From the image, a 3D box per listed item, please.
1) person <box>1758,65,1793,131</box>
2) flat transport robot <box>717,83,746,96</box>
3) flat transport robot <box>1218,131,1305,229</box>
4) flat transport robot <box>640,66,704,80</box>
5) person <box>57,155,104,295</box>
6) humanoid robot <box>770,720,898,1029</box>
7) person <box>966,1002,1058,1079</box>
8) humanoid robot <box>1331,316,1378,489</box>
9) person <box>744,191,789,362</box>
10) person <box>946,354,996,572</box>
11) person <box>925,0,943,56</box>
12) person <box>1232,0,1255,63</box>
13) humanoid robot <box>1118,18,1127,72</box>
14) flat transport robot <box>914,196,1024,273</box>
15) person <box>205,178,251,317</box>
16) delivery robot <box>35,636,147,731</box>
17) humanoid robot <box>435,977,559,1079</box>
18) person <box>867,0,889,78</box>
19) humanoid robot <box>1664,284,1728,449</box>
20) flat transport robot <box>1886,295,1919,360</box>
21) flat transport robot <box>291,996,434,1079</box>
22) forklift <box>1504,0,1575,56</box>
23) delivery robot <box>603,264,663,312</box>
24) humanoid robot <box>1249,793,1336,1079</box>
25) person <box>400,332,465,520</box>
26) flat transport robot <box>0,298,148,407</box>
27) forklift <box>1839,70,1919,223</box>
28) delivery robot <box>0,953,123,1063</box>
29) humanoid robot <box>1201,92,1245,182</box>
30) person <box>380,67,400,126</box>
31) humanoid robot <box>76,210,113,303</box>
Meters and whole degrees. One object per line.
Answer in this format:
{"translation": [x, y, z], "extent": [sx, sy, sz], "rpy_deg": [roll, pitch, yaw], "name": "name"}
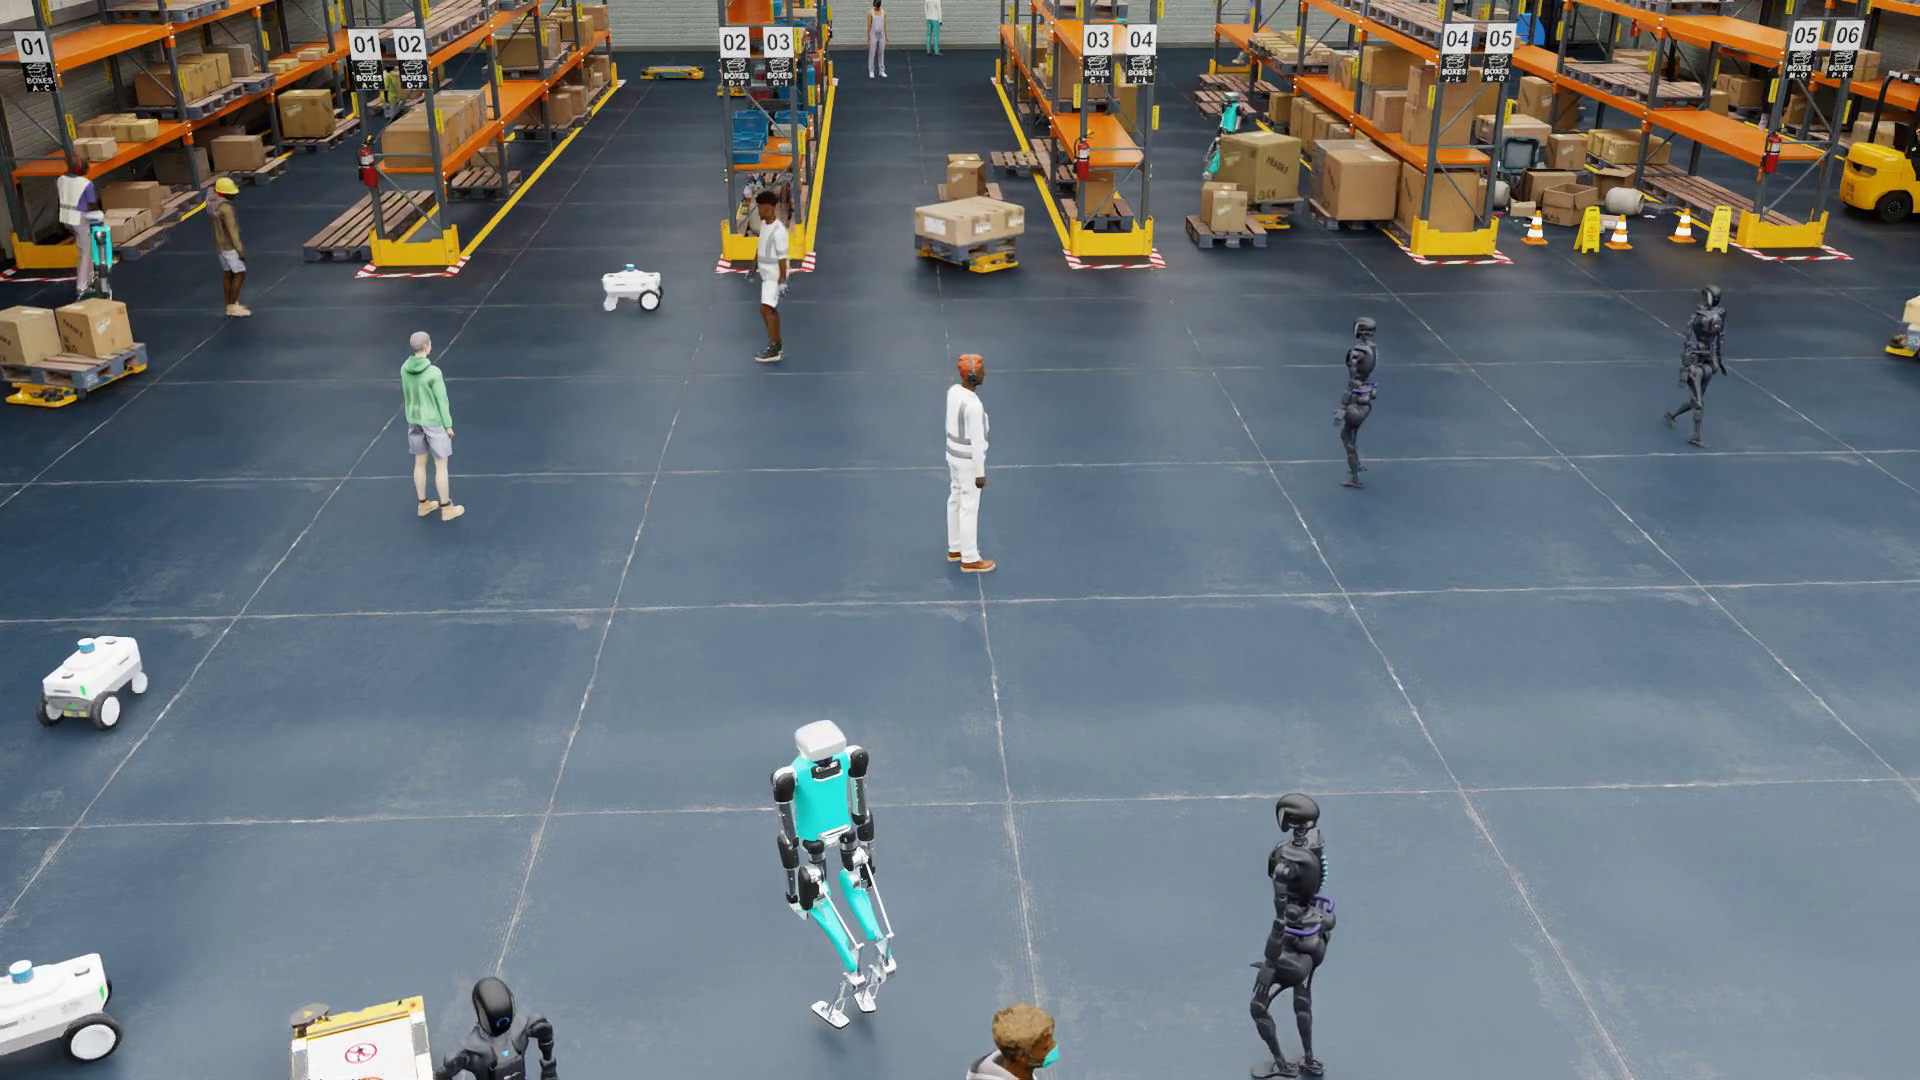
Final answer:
{"translation": [14.950, -7.998, 30.507], "extent": [0.402, 1.850, 0.530], "rpy_deg": [-17, 29, -34], "name": "person"}
{"translation": [-5.007, -10.122, 37.217], "extent": [0.659, 0.231, 1.431], "rpy_deg": [1, 24, 1], "name": "flat transport robot"}
{"translation": [4.597, -5.069, 25.862], "extent": [0.659, 0.231, 1.431], "rpy_deg": [-3, 24, -7], "name": "flat transport robot"}
{"translation": [-6.778, -11.011, 39.215], "extent": [1.431, 0.231, 0.659], "rpy_deg": [-1, 24, -2], "name": "flat transport robot"}
{"translation": [-11.567, -4.148, 21.901], "extent": [0.577, 1.804, 0.644], "rpy_deg": [12, 27, 25], "name": "person"}
{"translation": [-0.576, 1.784, 8.489], "extent": [0.533, 1.681, 0.735], "rpy_deg": [-14, 28, -29], "name": "humanoid robot"}
{"translation": [0.205, 2.619, 6.582], "extent": [0.367, 1.911, 0.492], "rpy_deg": [1, 24, 3], "name": "person"}
{"translation": [3.721, -1.292, 15.644], "extent": [0.341, 1.653, 0.595], "rpy_deg": [14, 27, 28], "name": "humanoid robot"}
{"translation": [-2.250, -3.056, 19.276], "extent": [0.550, 1.944, 0.633], "rpy_deg": [-9, 25, -19], "name": "person"}
{"translation": [0.067, -0.652, 13.955], "extent": [0.361, 1.882, 0.574], "rpy_deg": [-9, 26, -20], "name": "person"}
{"translation": [-0.667, -13.287, 42.497], "extent": [0.522, 1.760, 0.321], "rpy_deg": [19, 30, 36], "name": "person"}
{"translation": [7.233, -12.741, 41.261], "extent": [0.854, 1.764, 0.604], "rpy_deg": [-2, 24, -4], "name": "person"}
{"translation": [3.863, -11.917, 39.585], "extent": [0.543, 1.902, 0.721], "rpy_deg": [-14, 28, -29], "name": "humanoid robot"}
{"translation": [0.111, -4.045, 23.560], "extent": [0.659, 0.231, 1.431], "rpy_deg": [-19, 30, -36], "name": "flat transport robot"}
{"translation": [-9.180, -3.684, 20.937], "extent": [0.410, 1.742, 0.631], "rpy_deg": [-15, 28, -31], "name": "person"}
{"translation": [-6.193, 0.985, 11.885], "extent": [0.499, 0.577, 0.769], "rpy_deg": [3, 24, 6], "name": "delivery robot"}
{"translation": [-1.972, 2.513, 7.105], "extent": [0.589, 1.640, 0.408], "rpy_deg": [-21, 31, -38], "name": "humanoid robot"}
{"translation": [-1.925, -11.823, 39.079], "extent": [0.518, 1.864, 0.379], "rpy_deg": [-9, 26, -20], "name": "person"}
{"translation": [7.541, -1.804, 16.896], "extent": [0.612, 1.635, 0.786], "rpy_deg": [-12, 26, -24], "name": "humanoid robot"}
{"translation": [11.712, -2.240, 19.506], "extent": [1.431, 0.231, 0.659], "rpy_deg": [15, 28, 31], "name": "flat transport robot"}
{"translation": [-2.943, 2.771, 8.247], "extent": [0.659, 0.231, 1.431], "rpy_deg": [-9, 26, -19], "name": "flat transport robot"}
{"translation": [14.700, -13.805, 42.301], "extent": [1.873, 2.768, 1.129], "rpy_deg": [-1, 24, -2], "name": "forklift"}
{"translation": [-4.219, -3.253, 21.422], "extent": [0.785, 0.587, 0.499], "rpy_deg": [-2, 24, -4], "name": "delivery robot"}
{"translation": [1.691, 1.985, 8.280], "extent": [0.364, 1.638, 0.595], "rpy_deg": [14, 28, 29], "name": "humanoid robot"}
{"translation": [-4.791, -1.023, 14.973], "extent": [0.471, 1.734, 0.324], "rpy_deg": [10, 26, 21], "name": "person"}
{"translation": [-9.829, -1.798, 18.514], "extent": [0.659, 0.231, 1.431], "rpy_deg": [6, 25, 13], "name": "flat transport robot"}
{"translation": [15.132, -6.143, 25.915], "extent": [2.313, 2.155, 1.214], "rpy_deg": [-1, 24, -2], "name": "forklift"}
{"translation": [-4.781, 2.454, 8.630], "extent": [0.811, 0.613, 0.499], "rpy_deg": [-14, 28, -29], "name": "delivery robot"}
{"translation": [4.107, -6.259, 26.745], "extent": [0.861, 1.784, 0.605], "rpy_deg": [-10, 26, -21], "name": "humanoid robot"}
{"translation": [-10.709, -8.253, 31.283], "extent": [0.357, 1.681, 0.542], "rpy_deg": [-2, 24, -4], "name": "person"}
{"translation": [-9.986, -2.848, 19.094], "extent": [0.681, 1.819, 0.547], "rpy_deg": [-11, 26, -23], "name": "humanoid robot"}
